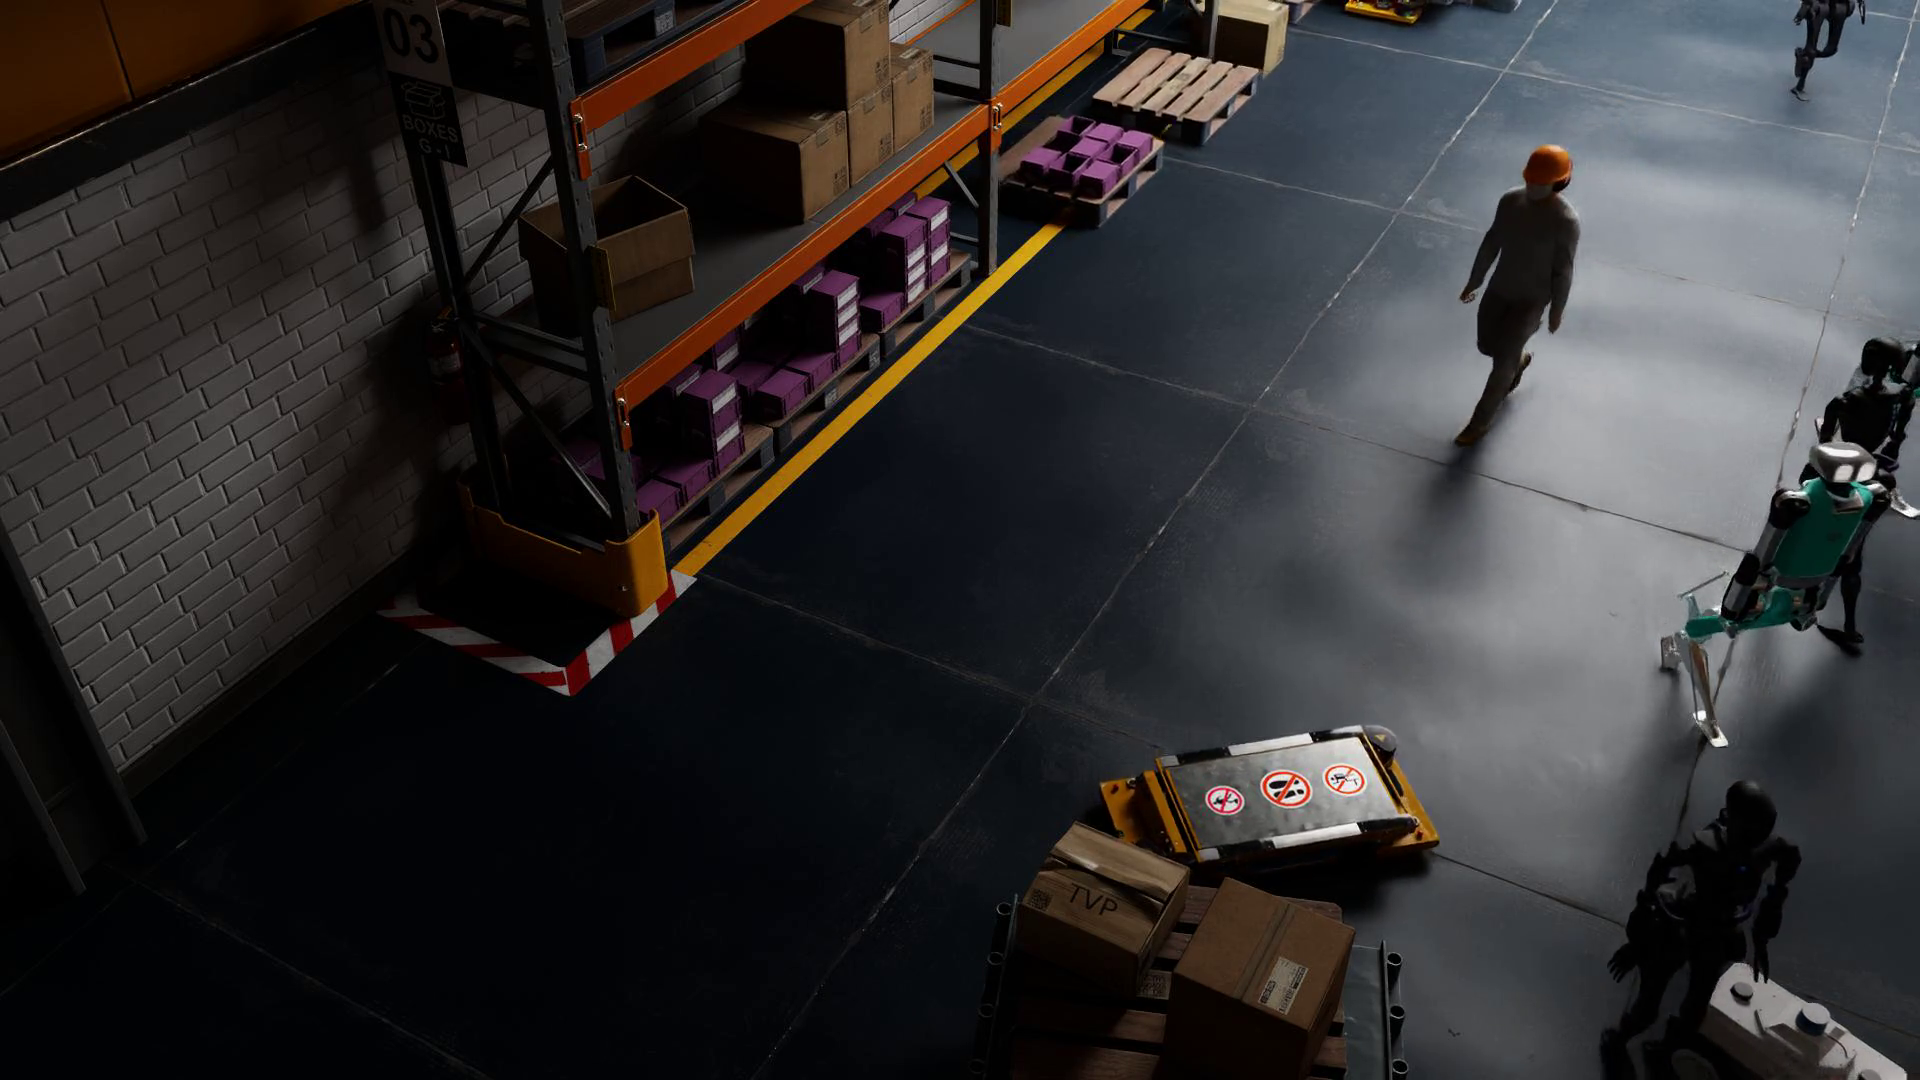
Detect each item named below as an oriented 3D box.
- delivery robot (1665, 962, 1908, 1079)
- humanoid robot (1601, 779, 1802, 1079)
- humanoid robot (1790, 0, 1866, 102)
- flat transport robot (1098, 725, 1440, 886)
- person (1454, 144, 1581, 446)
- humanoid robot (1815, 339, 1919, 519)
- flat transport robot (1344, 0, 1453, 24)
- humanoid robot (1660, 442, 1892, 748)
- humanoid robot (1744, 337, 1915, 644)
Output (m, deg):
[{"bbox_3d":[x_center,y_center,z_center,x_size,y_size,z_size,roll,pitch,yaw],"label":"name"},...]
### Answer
[{"bbox_3d":[3.224,2.009,6.477,0.499,0.592,0.783,-28,46,-30],"label":"delivery robot"},{"bbox_3d":[2.769,1.485,6.239,0.589,1.645,0.338,-2,39,-2],"label":"humanoid robot"},{"bbox_3d":[7.172,-4.504,13.721,0.602,1.639,0.510,-4,39,-5],"label":"humanoid robot"},{"bbox_3d":[1.417,1.241,7.669,1.431,0.231,0.659,-8,39,-10],"label":"flat transport robot"},{"bbox_3d":[3.312,-1.492,9.805,0.769,1.868,0.586,-28,47,-31],"label":"person"},{"bbox_3d":[5.334,-1.065,9.430,0.541,1.784,1.016,-16,41,-19],"label":"humanoid robot"},{"bbox_3d":[4.204,-5.274,15.812,0.659,0.231,1.431,19,42,22],"label":"flat transport robot"},{"bbox_3d":[3.720,0.155,7.895,0.550,1.826,0.879,-7,39,-8],"label":"humanoid robot"},{"bbox_3d":[4.506,-0.268,8.452,0.587,1.627,0.769,-12,40,-15],"label":"humanoid robot"}]
